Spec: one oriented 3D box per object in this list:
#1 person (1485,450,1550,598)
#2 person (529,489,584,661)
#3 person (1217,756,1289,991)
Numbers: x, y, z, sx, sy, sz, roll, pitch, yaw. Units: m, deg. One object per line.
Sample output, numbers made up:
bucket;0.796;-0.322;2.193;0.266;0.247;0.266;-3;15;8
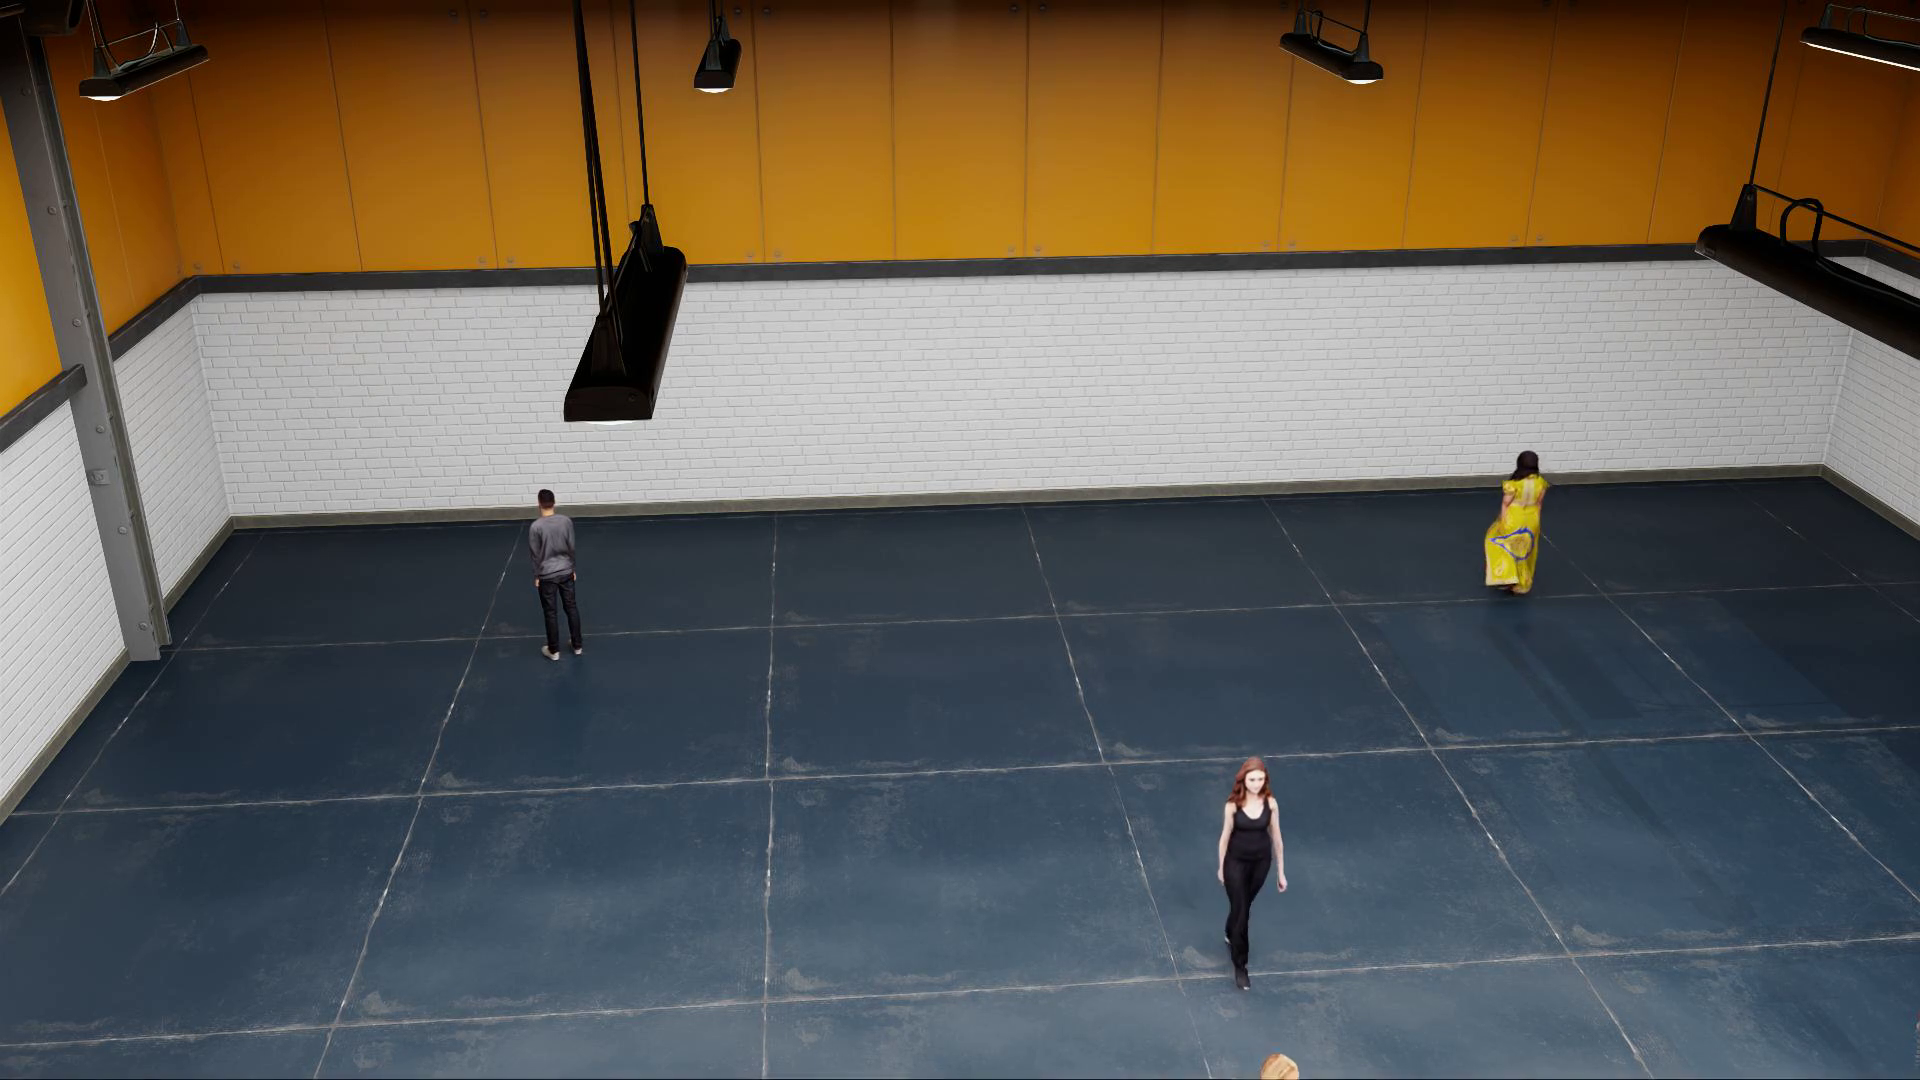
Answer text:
person;5.966;-0.136;17.668;0.775;1.647;0.780;-4;24;-9
person;-4.003;0.331;16.457;0.685;1.759;0.678;-15;28;-30
person;2.050;2.285;12.036;0.678;1.720;0.958;-6;24;-13
